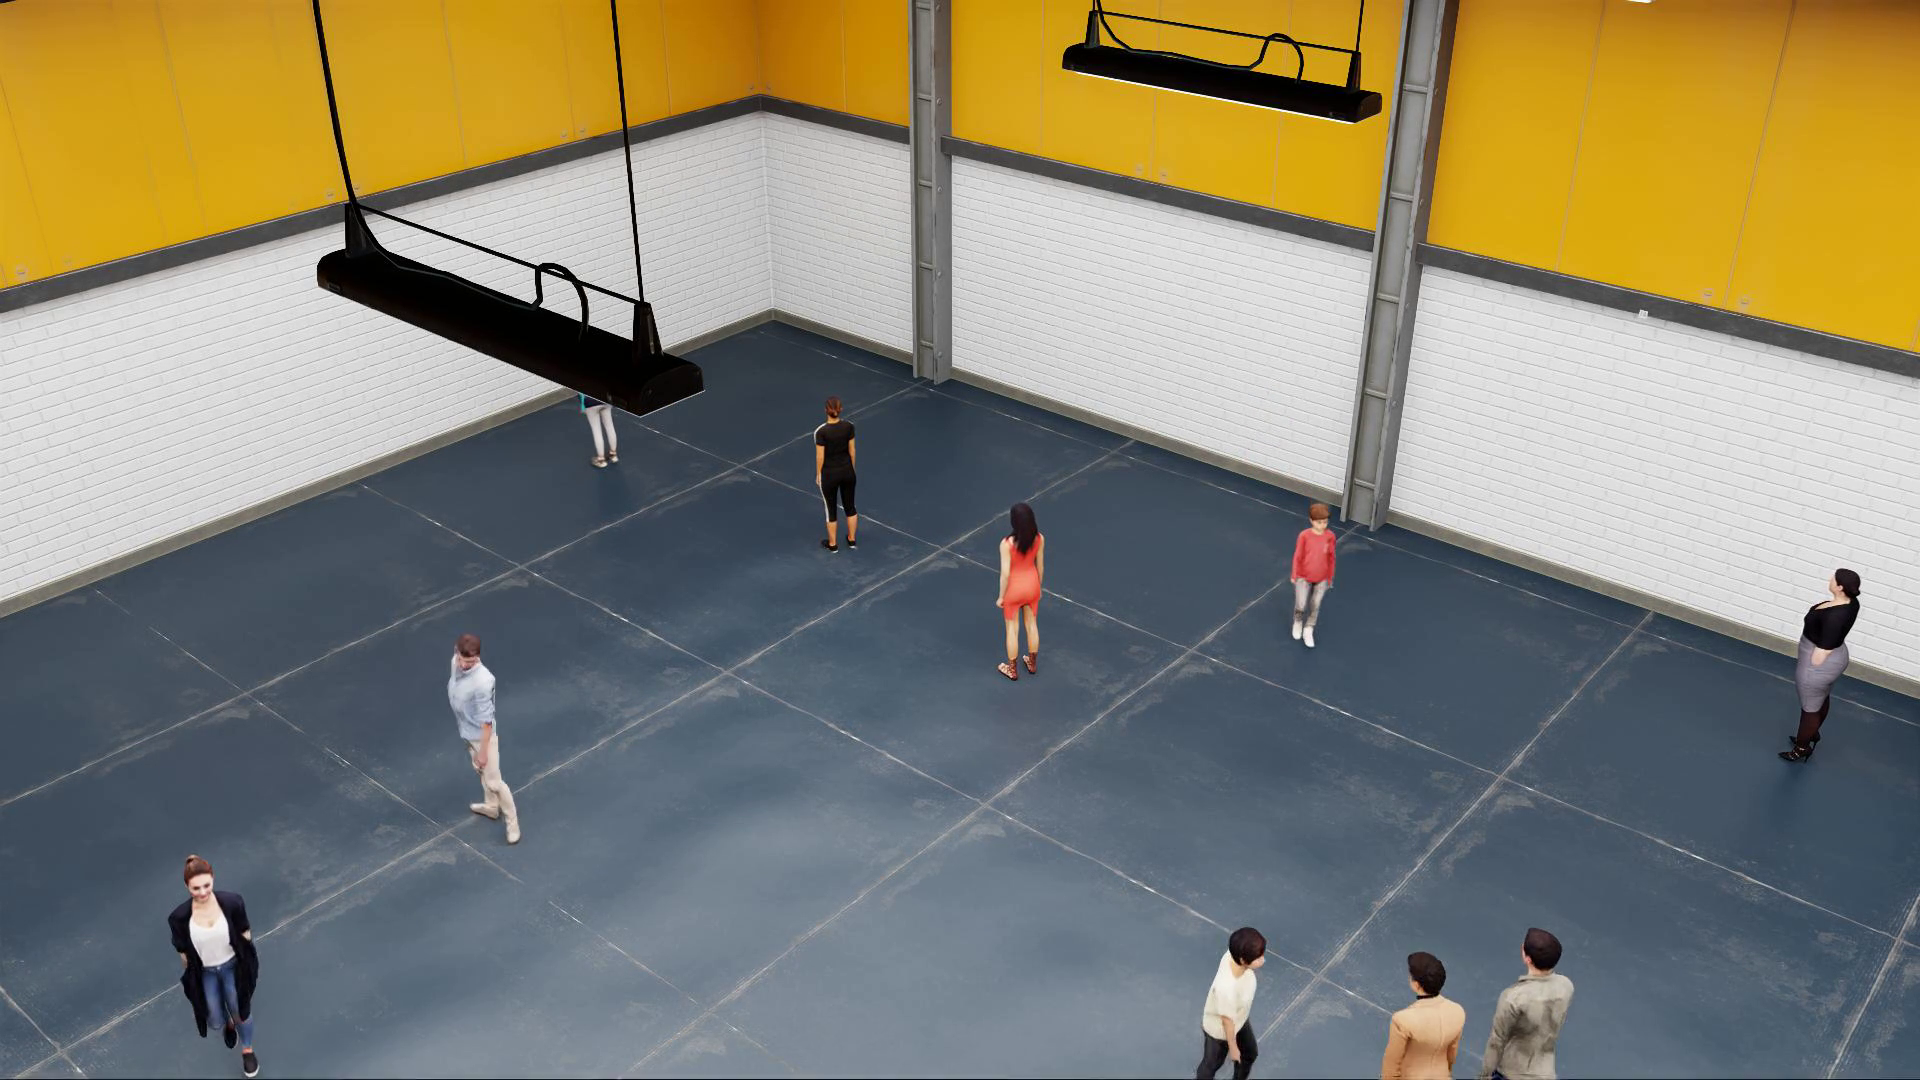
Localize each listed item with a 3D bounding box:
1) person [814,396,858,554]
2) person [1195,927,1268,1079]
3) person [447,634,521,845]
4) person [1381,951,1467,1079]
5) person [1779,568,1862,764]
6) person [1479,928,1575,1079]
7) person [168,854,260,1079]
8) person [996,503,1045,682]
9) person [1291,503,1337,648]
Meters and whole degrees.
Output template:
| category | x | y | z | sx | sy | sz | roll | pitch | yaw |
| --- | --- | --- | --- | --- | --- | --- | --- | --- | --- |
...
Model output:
| category | x | y | z | sx | sy | sz | roll | pitch | yaw |
| --- | --- | --- | --- | --- | --- | --- | --- | --- | --- |
| person | -1.228 | -0.669 | 16.629 | 0.656 | 1.669 | 0.653 | -13 | 31 | -23 |
| person | 1.557 | 2.927 | 10.145 | 0.712 | 1.565 | 0.659 | 13 | 31 | 22 |
| person | -3.665 | 1.416 | 12.644 | 0.913 | 1.826 | 0.563 | -12 | 31 | -21 |
| person | 2.665 | 3.177 | 9.533 | 0.864 | 1.713 | 0.921 | -6 | 29 | -11 |
| person | 6.993 | 1.007 | 13.461 | 0.592 | 1.760 | 0.650 | 23 | 36 | 35 |
| person | 3.267 | 3.107 | 9.526 | 0.868 | 1.843 | 0.882 | -13 | 31 | -22 |
| person | -4.694 | 2.657 | 10.528 | 0.775 | 1.674 | 0.866 | -13 | 31 | -23 |
| person | 0.533 | 0.443 | 14.535 | 0.660 | 1.722 | 0.656 | -13 | 31 | -23 |
| person | 3.198 | 0.281 | 15.155 | 0.643 | 1.414 | 0.707 | -1 | 29 | -1 |
